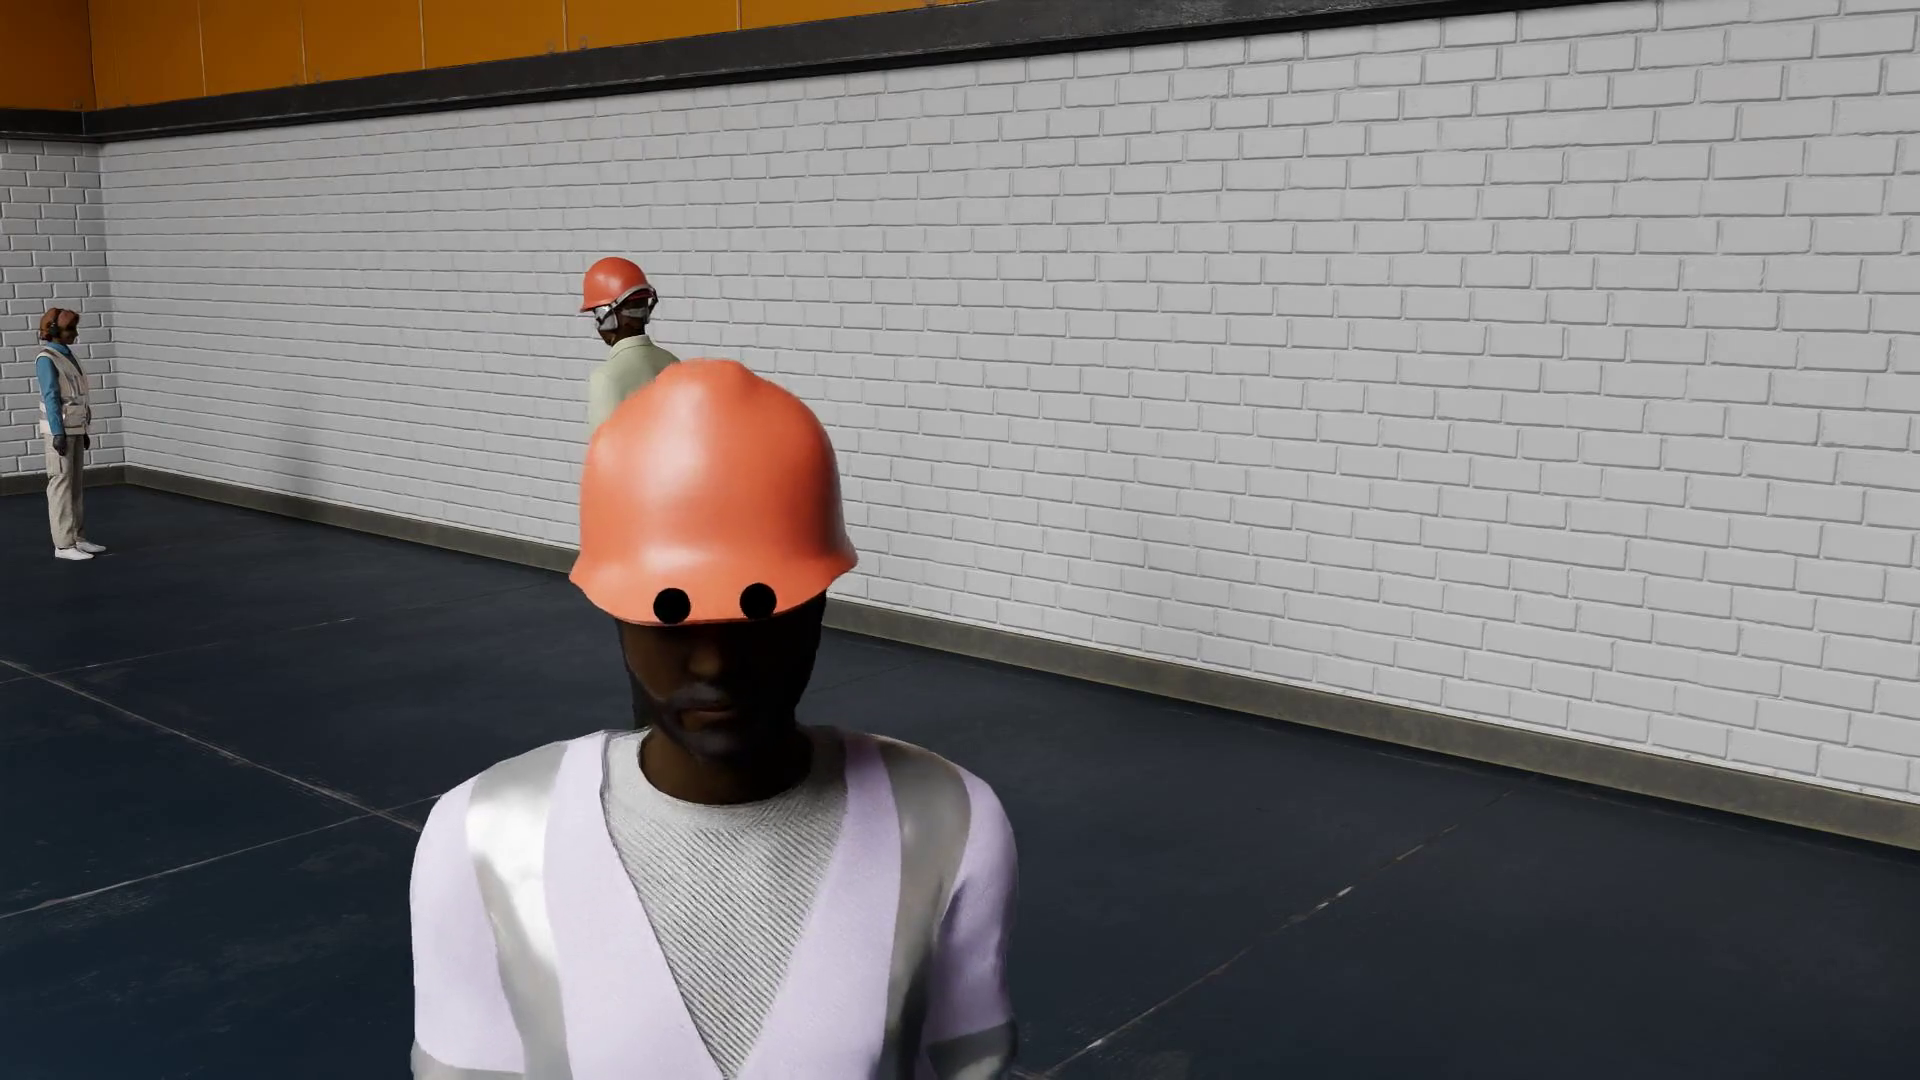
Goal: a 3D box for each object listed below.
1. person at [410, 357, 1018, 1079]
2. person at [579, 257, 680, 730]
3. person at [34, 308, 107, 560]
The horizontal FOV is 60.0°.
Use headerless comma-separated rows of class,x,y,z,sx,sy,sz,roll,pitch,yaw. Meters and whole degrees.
person,-0.209,0.804,1.507,0.550,1.934,0.373,-2,10,-10
person,-1.223,-0.055,6.249,0.401,1.986,0.612,3,10,15
person,-5.836,-0.690,10.860,0.308,1.638,0.511,-2,10,-12
